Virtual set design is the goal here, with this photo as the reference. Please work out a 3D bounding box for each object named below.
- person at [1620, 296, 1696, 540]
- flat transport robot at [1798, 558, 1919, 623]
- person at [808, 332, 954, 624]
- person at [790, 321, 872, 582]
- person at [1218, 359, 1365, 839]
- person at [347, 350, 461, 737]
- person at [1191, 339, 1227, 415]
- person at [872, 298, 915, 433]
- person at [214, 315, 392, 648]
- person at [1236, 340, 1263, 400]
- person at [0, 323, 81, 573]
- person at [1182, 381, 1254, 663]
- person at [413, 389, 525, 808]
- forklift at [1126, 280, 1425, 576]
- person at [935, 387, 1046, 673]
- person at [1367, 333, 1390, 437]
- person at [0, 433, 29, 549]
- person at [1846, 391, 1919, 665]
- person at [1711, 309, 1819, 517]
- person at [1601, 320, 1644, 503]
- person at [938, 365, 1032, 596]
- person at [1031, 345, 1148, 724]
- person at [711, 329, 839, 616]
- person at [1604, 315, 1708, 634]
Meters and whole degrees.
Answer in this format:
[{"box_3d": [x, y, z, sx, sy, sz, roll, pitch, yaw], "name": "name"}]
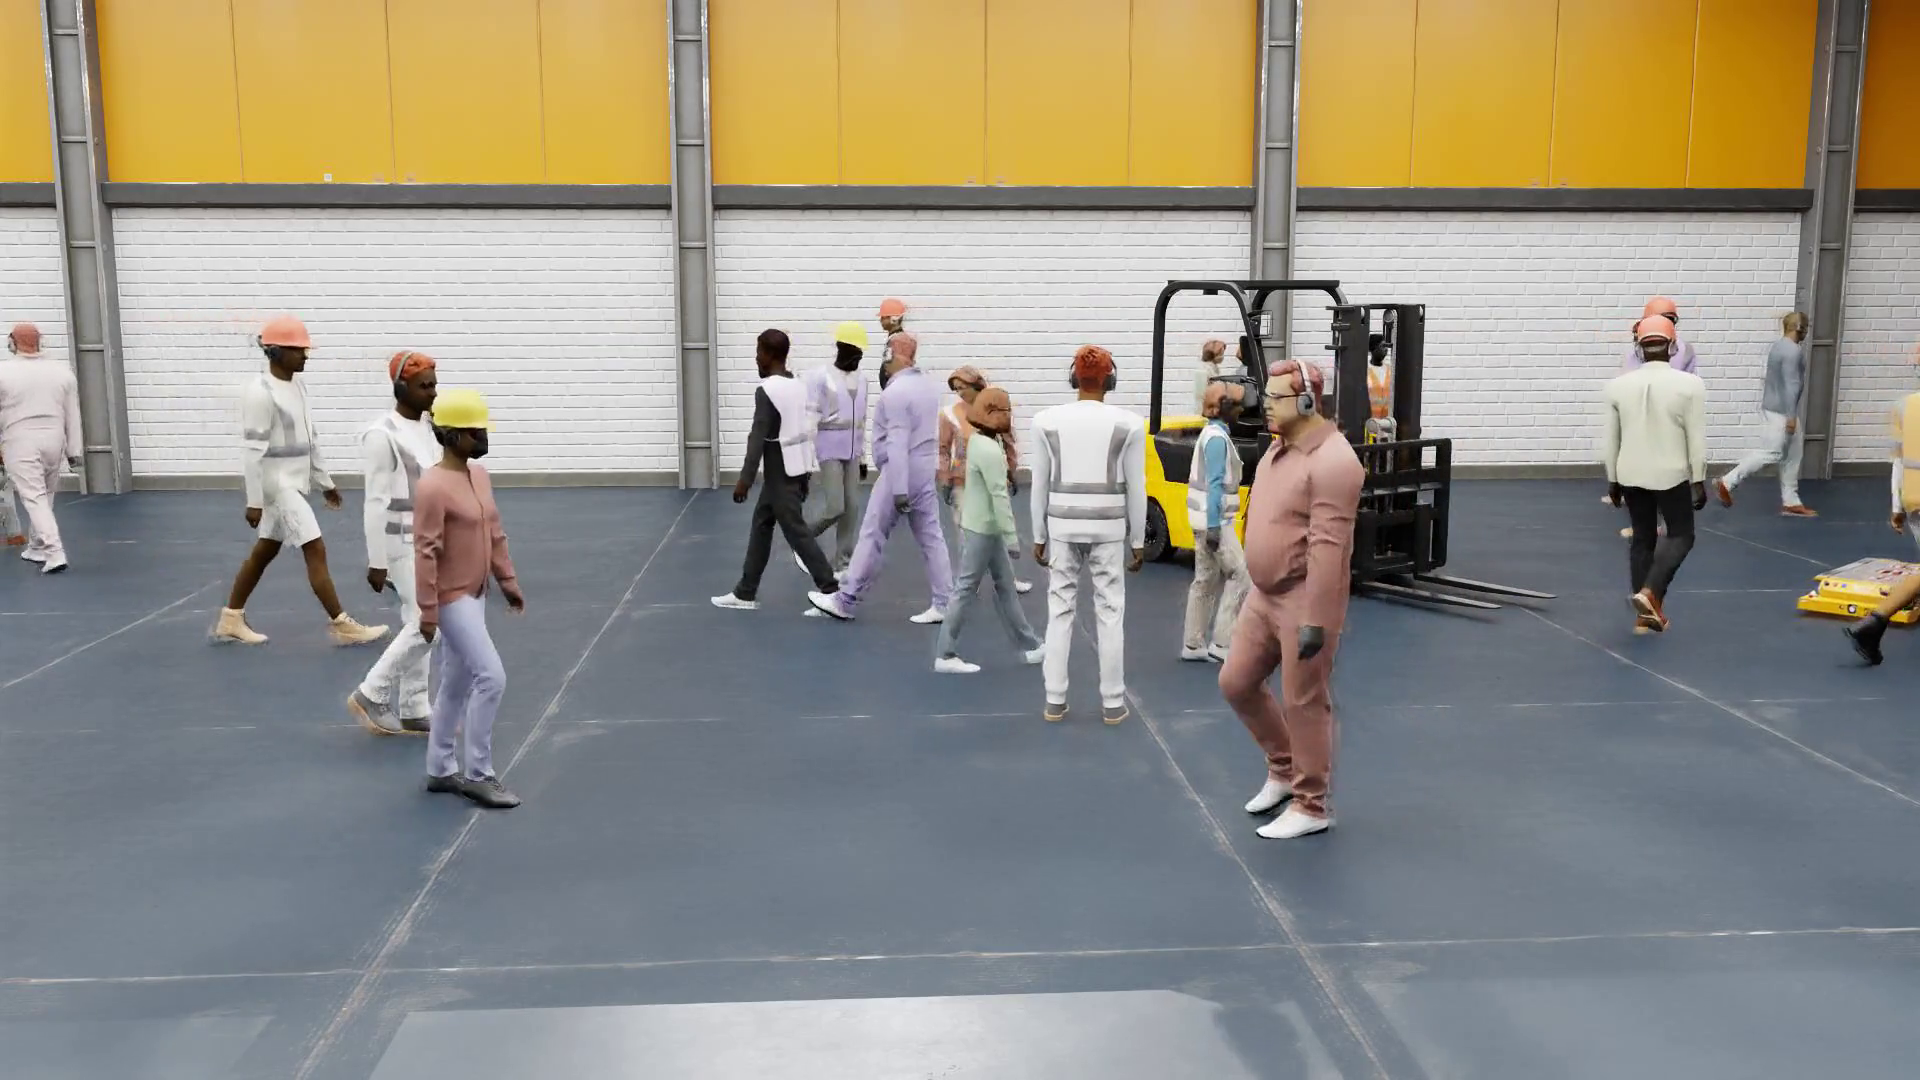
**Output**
[{"box_3d": [5.790, -1.007, 13.884, 0.614, 2.038, 0.395, -1, 9, -8], "name": "person"}, {"box_3d": [6.200, 0.319, 11.093, 1.431, 0.197, 0.652, -9, 13, -44], "name": "flat transport robot"}, {"box_3d": [-0.439, -0.387, 10.594, 0.996, 1.843, 0.644, 4, 10, 23], "name": "person"}, {"box_3d": [-0.914, -0.628, 11.965, 0.581, 1.891, 0.639, 7, 11, 38], "name": "person"}, {"box_3d": [1.292, 0.242, 6.513, 0.439, 1.894, 0.652, -3, 10, -18], "name": "person"}, {"box_3d": [-2.592, 0.035, 7.890, 0.462, 1.868, 0.571, 1, 9, 5], "name": "person"}, {"box_3d": [2.414, -1.175, 16.345, 0.845, 1.595, 0.558, 3, 10, 19], "name": "person"}, {"box_3d": [-0.668, -1.428, 16.696, 0.435, 1.982, 0.642, -1, 9, -7], "name": "person"}, {"box_3d": [-3.979, -0.327, 9.824, 1.068, 1.992, 0.601, -1, 9, -4], "name": "person"}, {"box_3d": [2.708, -1.082, 15.631, 0.268, 1.631, 0.507, -1, 9, -6], "name": "person"}, {"box_3d": [-6.958, -0.686, 12.474, 0.983, 1.860, 0.653, 7, 11, 37], "name": "person"}, {"box_3d": [1.498, -0.085, 9.391, 0.516, 1.618, 0.532, 1, 9, 6], "name": "person"}, {"box_3d": [-2.023, 0.247, 6.945, 0.622, 1.747, 0.535, 1, 9, 4], "name": "person"}, {"box_3d": [2.301, -0.860, 12.475, 1.214, 2.155, 2.313, -6, 11, -35], "name": "forklift"}, {"box_3d": [0.237, -0.045, 9.223, 0.835, 1.589, 0.517, -1, 9, -6], "name": "person"}, {"box_3d": [3.942, -1.182, 16.128, 0.557, 1.671, 0.611, -4, 10, -23], "name": "person"}, {"box_3d": [-7.766, -0.788, 13.071, 0.616, 1.905, 1.004, -1, 9, -5], "name": "person"}, {"box_3d": [5.490, -0.227, 9.440, 0.937, 1.905, 0.555, -1, 9, -8], "name": "person"}, {"box_3d": [7.467, -1.166, 15.315, 0.853, 1.909, 0.650, 3, 10, 21], "name": "person"}, {"box_3d": [6.720, -1.266, 16.298, 0.957, 1.801, 0.633, -4, 10, -22], "name": "person"}, {"box_3d": [0.172, -0.387, 11.332, 0.656, 1.610, 0.385, -1, 9, -9], "name": "person"}, {"box_3d": [0.635, -0.023, 8.235, 0.588, 1.877, 0.357, 2, 9, 13], "name": "person"}, {"box_3d": [-1.164, -0.431, 10.826, 0.990, 1.876, 0.610, 2, 9, 12], "name": "person"}, {"box_3d": [4.240, -0.383, 10.186, 0.549, 1.970, 0.635, -9, 13, -44], "name": "person"}]
